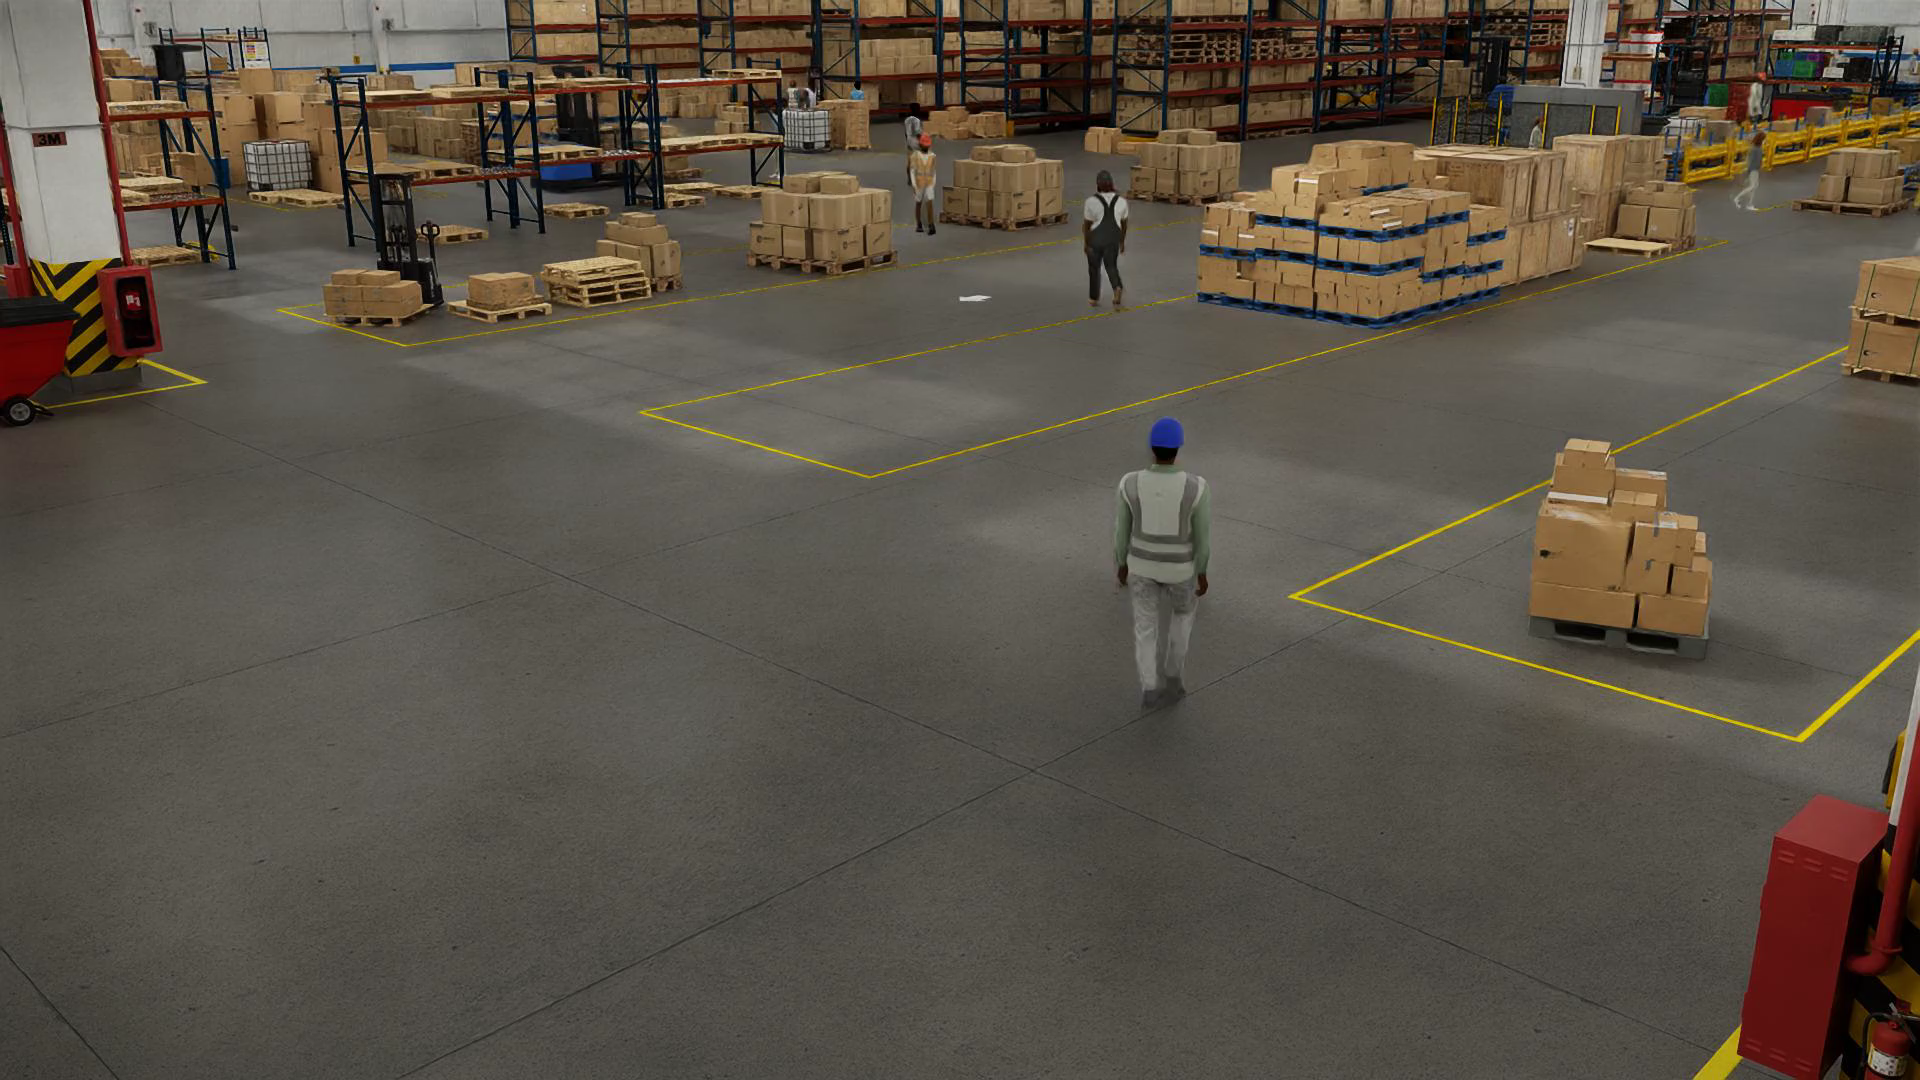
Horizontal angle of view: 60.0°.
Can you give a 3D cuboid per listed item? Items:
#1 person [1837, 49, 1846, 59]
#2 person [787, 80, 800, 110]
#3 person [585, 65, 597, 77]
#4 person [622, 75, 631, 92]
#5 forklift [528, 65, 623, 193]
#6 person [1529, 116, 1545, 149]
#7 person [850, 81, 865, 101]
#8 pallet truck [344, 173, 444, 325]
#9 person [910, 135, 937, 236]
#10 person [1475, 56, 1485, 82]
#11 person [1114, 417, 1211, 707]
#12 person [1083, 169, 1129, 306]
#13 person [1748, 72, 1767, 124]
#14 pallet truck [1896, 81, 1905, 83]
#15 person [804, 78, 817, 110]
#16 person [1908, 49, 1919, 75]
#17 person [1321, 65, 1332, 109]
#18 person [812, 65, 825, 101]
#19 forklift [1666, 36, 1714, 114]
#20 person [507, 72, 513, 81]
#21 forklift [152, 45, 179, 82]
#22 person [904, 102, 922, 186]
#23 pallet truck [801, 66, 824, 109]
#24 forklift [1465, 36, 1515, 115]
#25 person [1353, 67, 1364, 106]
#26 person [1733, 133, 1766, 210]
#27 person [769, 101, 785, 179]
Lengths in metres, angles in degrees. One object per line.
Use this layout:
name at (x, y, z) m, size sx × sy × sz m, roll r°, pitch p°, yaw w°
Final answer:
person at (40.940, -22.035, 77.618) m, size 0.620 × 1.967 × 0.962 m, roll 5°, pitch 19°, yaw 15°
person at (-5.502, -14.359, 54.980) m, size 0.513 × 1.641 × 0.309 m, roll 10°, pitch 21°, yaw 29°
person at (-13.191, -15.963, 59.393) m, size 0.566 × 1.912 × 0.579 m, roll -11°, pitch 21°, yaw -30°
person at (-10.871, -14.039, 53.642) m, size 0.667 × 1.902 × 0.639 m, roll 17°, pitch 25°, yaw 41°
forklift at (-9.032, -9.589, 38.673) m, size 1.129 × 2.768 × 1.873 m, roll 17°, pitch 25°, yaw 41°
person at (13.655, -9.216, 39.489) m, size 0.311 × 1.639 × 0.513 m, roll 5°, pitch 19°, yaw 16°
person at (-3.273, -13.851, 53.362) m, size 0.531 × 1.697 × 0.320 m, roll 11°, pitch 21°, yaw 29°
pallet truck at (-8.209, -4.181, 23.757) m, size 0.823 × 1.965 × 1.885 m, roll 3°, pitch 19°, yaw 9°
person at (-0.684, -6.767, 31.742) m, size 0.544 × 1.868 × 1.023 m, roll -4°, pitch 19°, yaw -11°
person at (21.204, -18.706, 67.679) m, size 0.435 × 1.890 × 0.672 m, roll -17°, pitch 25°, yaw -41°
person at (1.320, 0.142, 10.826) m, size 0.636 × 1.933 × 0.520 m, roll 5°, pitch 19°, yaw 15°
person at (2.118, -4.441, 24.474) m, size 0.683 × 2.000 × 0.661 m, roll -5°, pitch 19°, yaw -15°
person at (25.150, -13.701, 52.403) m, size 0.620 × 2.019 × 0.666 m, roll -15°, pitch 24°, yaw -38°
pallet truck at (34.802, -16.331, 61.455) m, size 0.653 × 1.274 × 1.630 m, roll 17°, pitch 25°, yaw 41°
person at (-4.622, -13.500, 52.048) m, size 1.023 × 1.862 × 0.616 m, roll 11°, pitch 21°, yaw 30°
person at (46.004, -22.844, 80.377) m, size 0.478 × 1.742 × 0.594 m, roll 3°, pitch 19°, yaw 8°
person at (13.836, -16.956, 62.605) m, size 0.528 × 1.772 × 0.300 m, roll 13°, pitch 22°, yaw 34°
person at (-5.143, -16.452, 60.977) m, size 0.429 × 1.842 × 0.622 m, roll 13°, pitch 22°, yaw 34°
forklift at (27.341, -17.291, 61.877) m, size 1.129 × 2.768 × 1.873 m, roll 17°, pitch 25°, yaw 41°
person at (-14.750, -14.435, 54.783) m, size 0.752 × 1.910 × 0.658 m, roll 10°, pitch 21°, yaw 27°
forklift at (-25.011, -14.211, 52.597) m, size 1.129 × 2.768 × 1.873 m, roll 17°, pitch 25°, yaw 41°
person at (-1.078, -9.387, 39.491) m, size 0.368 × 1.966 × 0.602 m, roll -12°, pitch 22°, yaw -31°
pallet truck at (-4.812, -15.182, 56.903) m, size 0.823 × 1.965 × 1.885 m, roll -9°, pitch 21°, yaw -26°
forklift at (19.973, -17.201, 61.605) m, size 1.873 × 2.768 × 1.129 m, roll 16°, pitch 24°, yaw 40°
person at (15.080, -16.992, 62.829) m, size 0.423 × 1.680 × 0.548 m, roll 16°, pitch 24°, yaw 40°
person at (16.825, -7.818, 35.306) m, size 0.403 × 1.622 × 0.510 m, roll 17°, pitch 25°, yaw 41°
person at (-4.535, -9.918, 41.235) m, size 0.328 × 1.876 × 0.514 m, roll -17°, pitch 25°, yaw -42°
